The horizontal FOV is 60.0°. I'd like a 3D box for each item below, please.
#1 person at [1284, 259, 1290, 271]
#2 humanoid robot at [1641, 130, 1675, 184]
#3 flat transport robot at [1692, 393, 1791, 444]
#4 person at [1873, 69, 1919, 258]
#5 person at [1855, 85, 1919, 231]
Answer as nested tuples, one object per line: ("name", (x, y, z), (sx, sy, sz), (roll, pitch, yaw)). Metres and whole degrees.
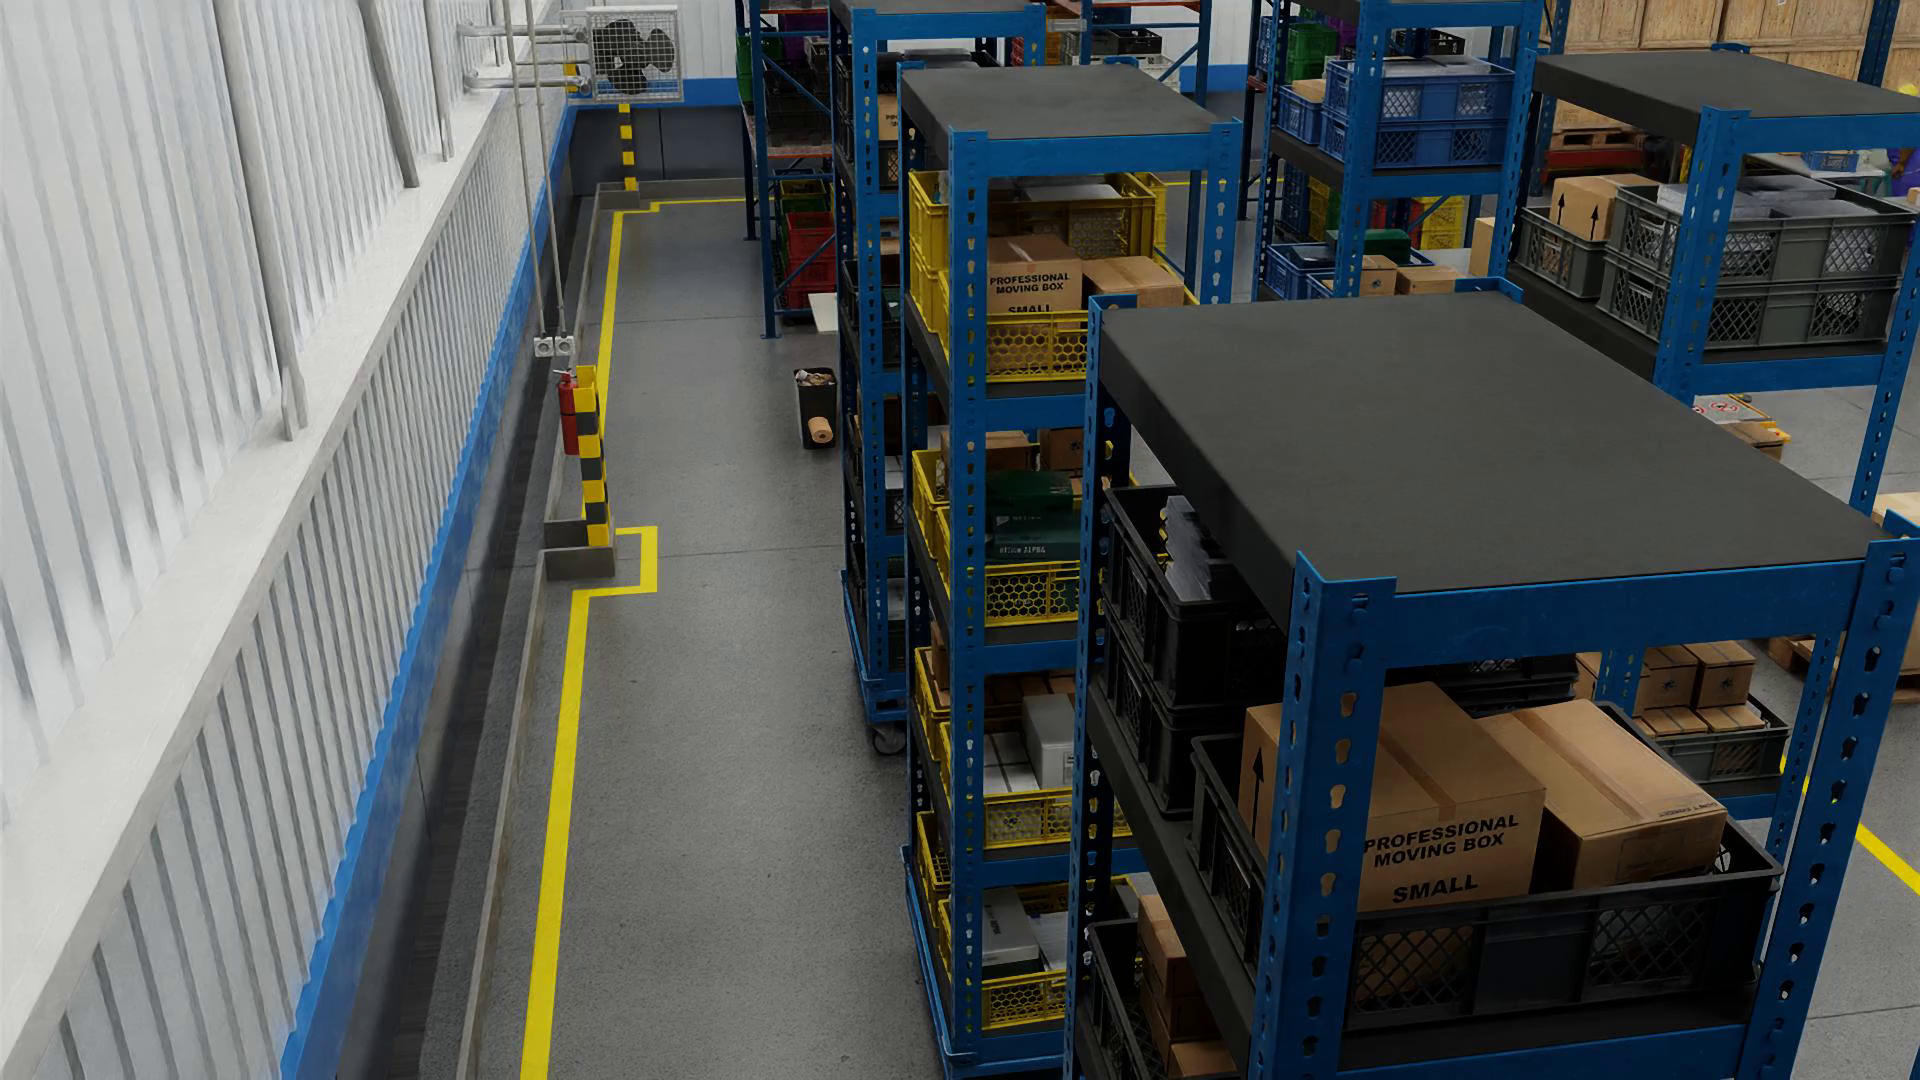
("person", (1.984, -0.803, 10.136), (0.508, 1.864, 0.602), (9, 26, 19))
("humanoid robot", (7.629, -4.425, 18.249), (0.619, 1.637, 0.594), (-5, 25, -10))
("flat transport robot", (5.224, -0.859, 12.132), (1.431, 0.197, 0.652), (-4, 25, -8))
("person", (9.400, -3.780, 16.398), (0.682, 2.000, 0.536), (-14, 28, -28))
("person", (9.241, -3.701, 16.625), (0.540, 1.706, 0.771), (6, 25, 14))
